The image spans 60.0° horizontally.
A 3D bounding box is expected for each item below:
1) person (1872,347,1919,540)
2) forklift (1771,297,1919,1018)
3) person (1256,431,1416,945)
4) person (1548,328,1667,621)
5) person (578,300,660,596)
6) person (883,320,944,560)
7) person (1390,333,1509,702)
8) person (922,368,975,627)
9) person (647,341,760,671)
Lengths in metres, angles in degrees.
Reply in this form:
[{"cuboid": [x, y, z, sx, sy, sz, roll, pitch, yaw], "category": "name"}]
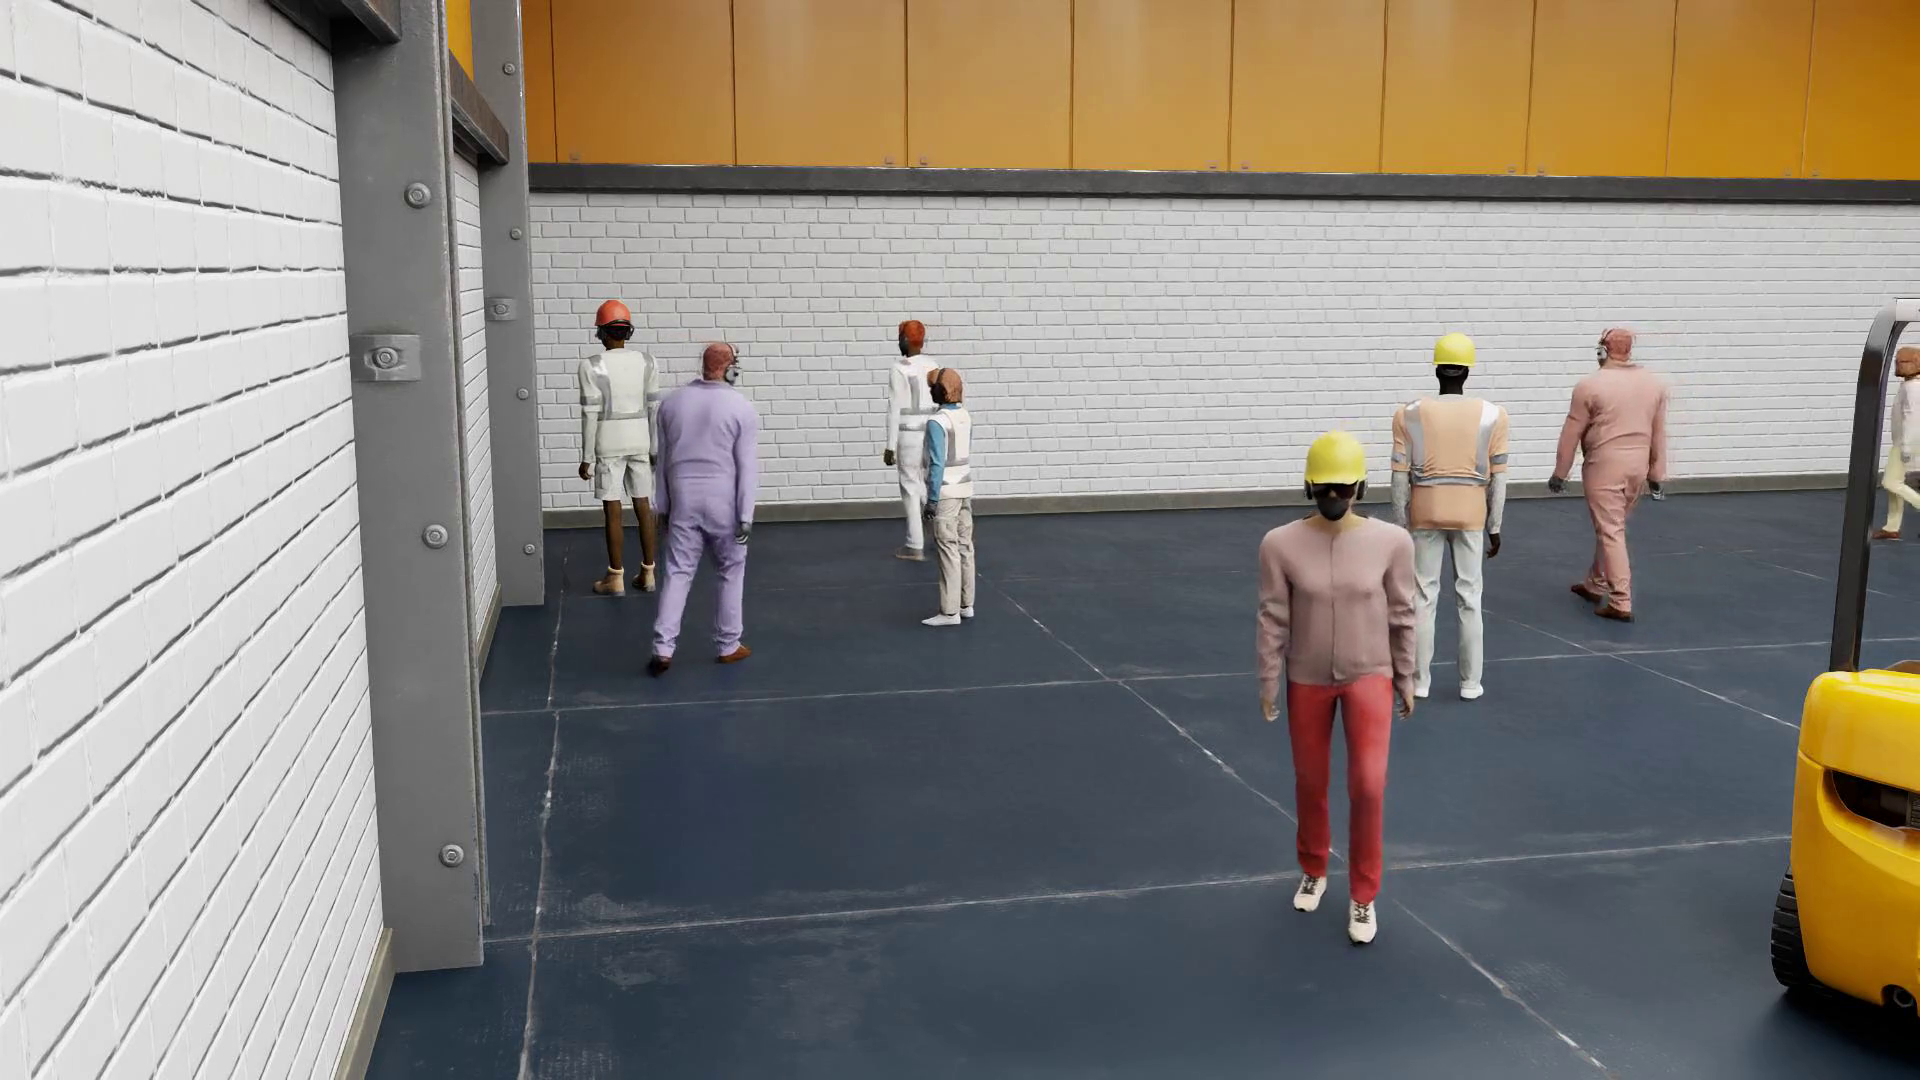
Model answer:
[{"cuboid": [7.823, -0.781, 13.711, 0.464, 1.619, 0.505, 5, 11, 28], "category": "person"}, {"cuboid": [3.542, 0.334, 5.177, 2.313, 2.155, 1.214, -9, 13, -43], "category": "forklift"}, {"cuboid": [1.270, 0.487, 5.659, 0.535, 1.727, 0.649, 3, 10, 15], "category": "person"}, {"cuboid": [4.225, -0.447, 10.925, 0.659, 1.871, 0.923, -3, 10, -19], "category": "person"}, {"cuboid": [-2.364, -0.633, 11.522, 0.605, 2.045, 0.383, -7, 12, -38], "category": "person"}, {"cuboid": [-0.350, -0.763, 12.858, 0.438, 1.871, 0.578, 7, 11, 36], "category": "person"}, {"cuboid": [2.542, -0.112, 8.704, 0.589, 1.928, 0.385, 2, 10, 13], "category": "person"}, {"cuboid": [-0.074, -0.268, 10.533, 0.314, 1.638, 0.517, 4, 10, 25], "category": "person"}, {"cuboid": [-1.458, -0.176, 9.346, 0.661, 1.862, 0.714, 3, 10, 16], "category": "person"}]
